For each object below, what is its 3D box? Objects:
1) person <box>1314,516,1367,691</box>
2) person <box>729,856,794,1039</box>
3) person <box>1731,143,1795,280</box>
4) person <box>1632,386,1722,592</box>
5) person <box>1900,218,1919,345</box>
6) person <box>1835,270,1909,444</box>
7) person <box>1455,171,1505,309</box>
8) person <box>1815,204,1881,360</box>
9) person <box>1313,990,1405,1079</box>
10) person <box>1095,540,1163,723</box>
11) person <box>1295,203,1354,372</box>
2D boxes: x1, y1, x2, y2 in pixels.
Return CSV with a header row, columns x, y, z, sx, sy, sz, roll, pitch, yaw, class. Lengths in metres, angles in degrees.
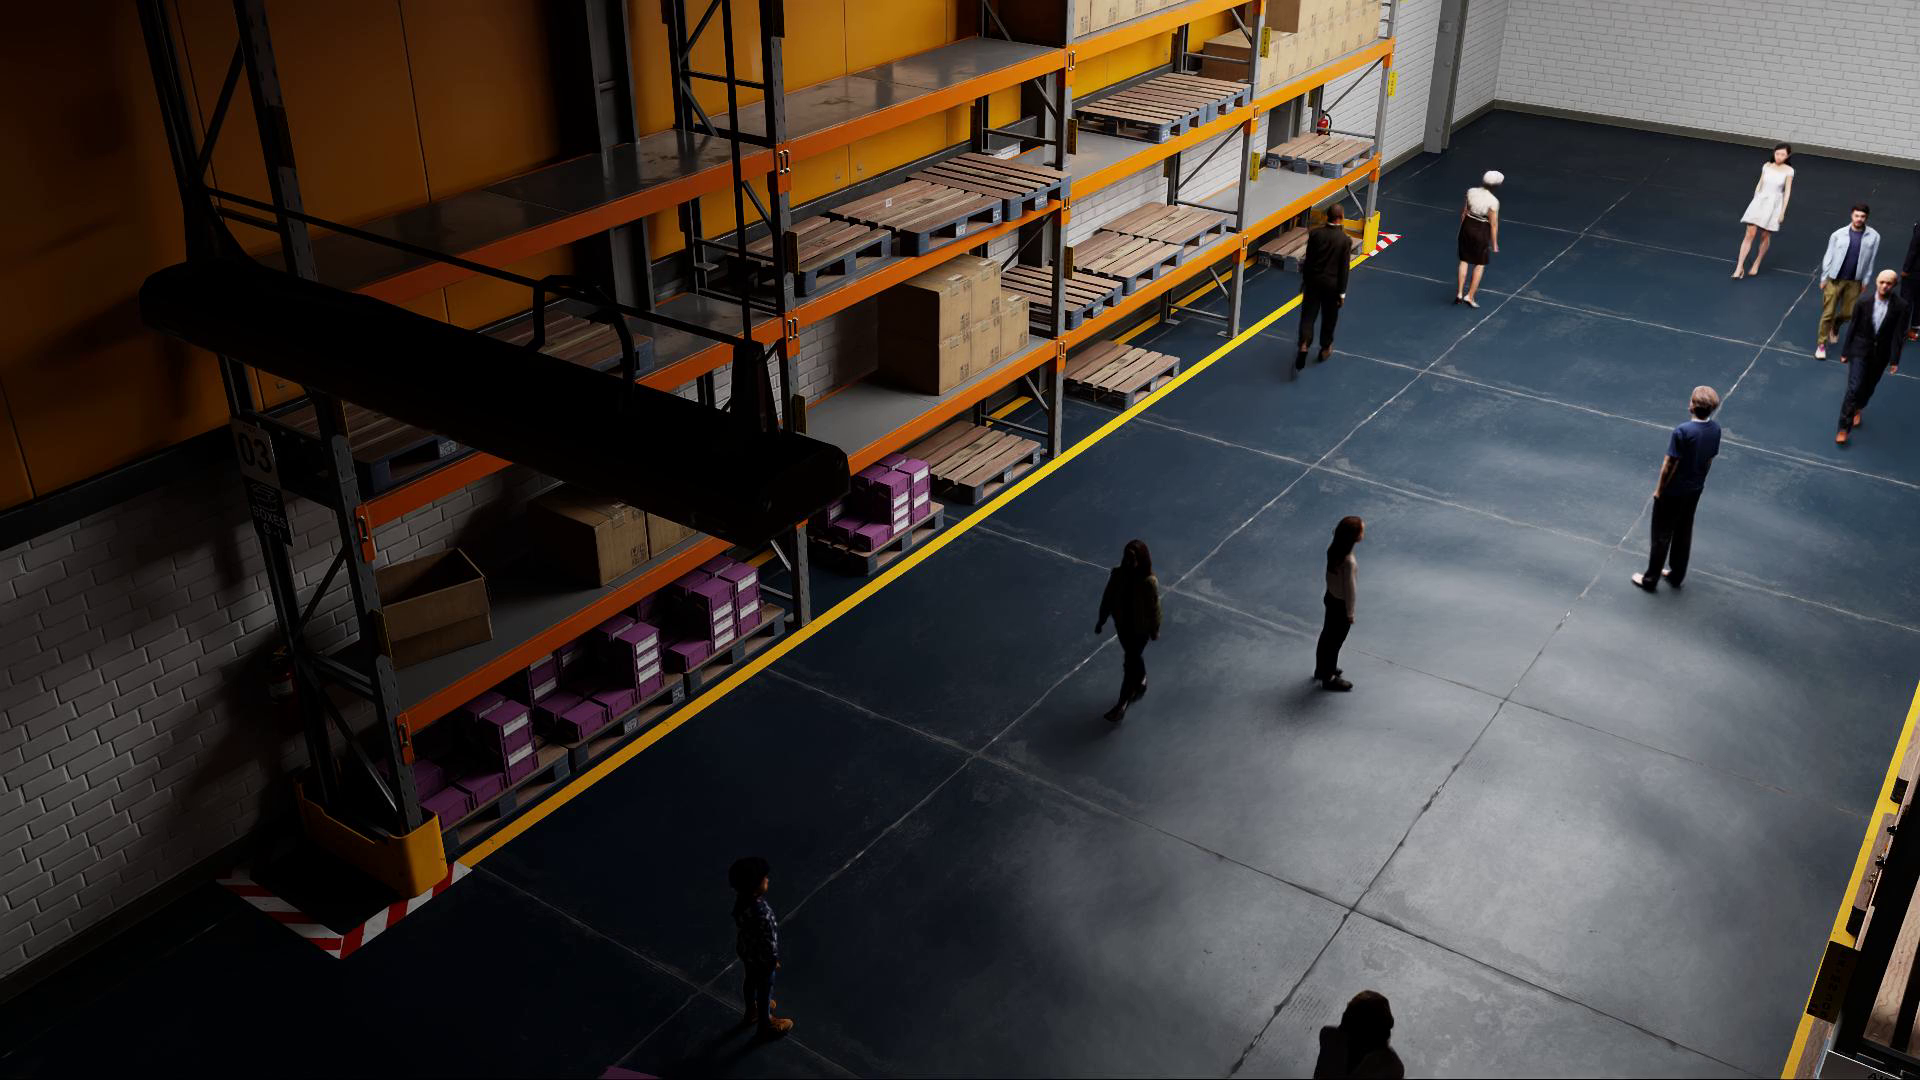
x,y,z,sx,sy,sz,roll,pitch,yaw,class
2.953,0.478,12.970,0.665,1.484,0.607,-5,29,-9,person
-1.187,2.369,9.748,0.575,1.250,0.561,-18,33,-29,person
10.373,-4.224,21.306,0.721,1.757,0.975,24,37,37,person
6.192,-0.434,14.243,0.694,1.867,0.799,-10,30,-18,person
11.179,-3.187,19.342,0.685,1.818,0.826,-17,33,-29,person
9.368,-1.932,17.085,0.806,1.775,1.200,13,31,22,person
6.302,-3.697,20.371,0.746,1.727,0.681,18,34,30,person
10.085,-2.978,18.975,0.814,1.801,0.934,10,30,17,person
1.919,2.896,8.214,0.612,1.794,0.548,23,36,36,person
1.369,0.628,12.734,0.675,1.447,0.915,26,38,38,person
4.031,-2.803,18.577,0.879,1.875,1.246,11,31,20,person
